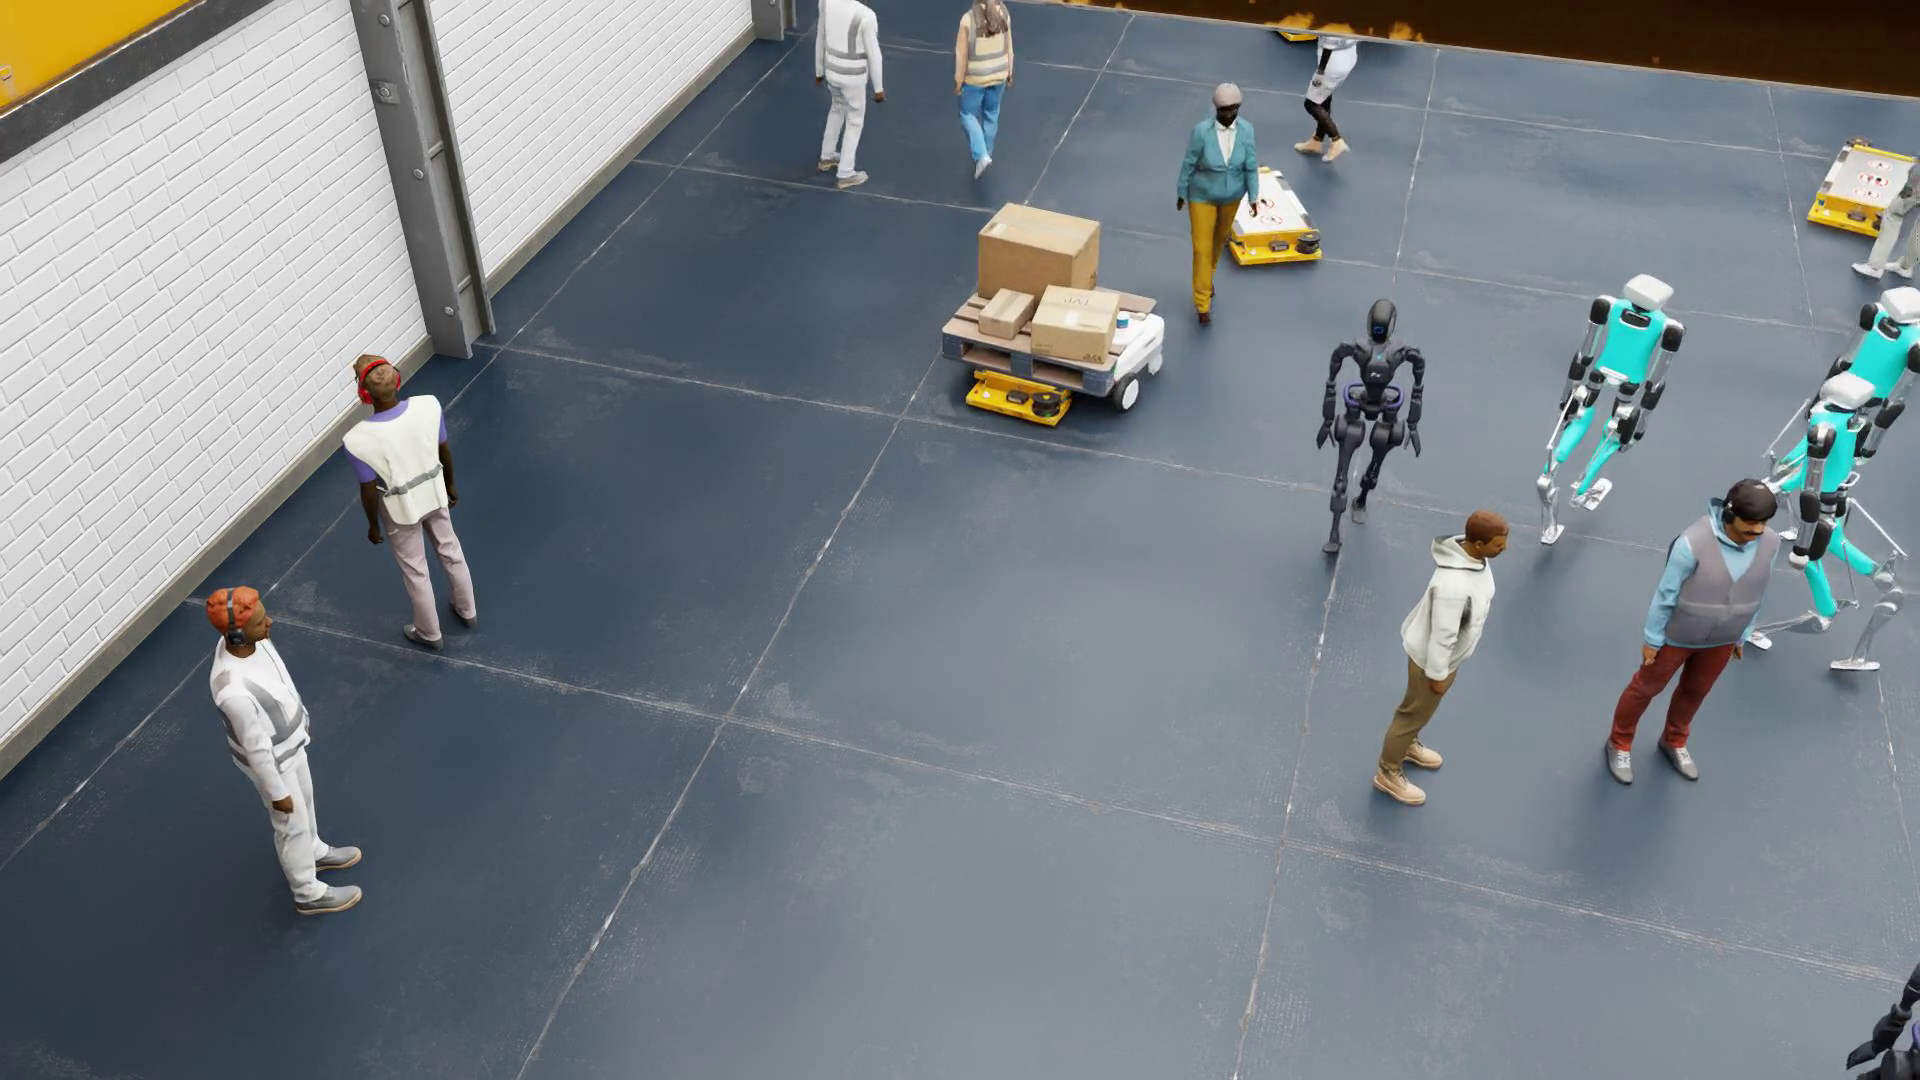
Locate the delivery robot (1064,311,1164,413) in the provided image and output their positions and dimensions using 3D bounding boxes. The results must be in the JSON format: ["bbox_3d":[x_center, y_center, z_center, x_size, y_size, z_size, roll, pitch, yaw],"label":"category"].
[{"bbox_3d":[1.074,-1.261,11.354,0.499,0.606,0.796,24,45,27],"label":"delivery robot"}]

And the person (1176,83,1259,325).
[{"bbox_3d":[1.848,-2.384,11.805,0.538,1.710,0.857,-8,39,-10],"label":"person"}]

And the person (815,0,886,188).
[{"bbox_3d":[-0.877,-3.727,13.367,0.647,1.865,0.425,29,47,31],"label":"person"}]

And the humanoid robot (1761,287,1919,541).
[{"bbox_3d":[4.882,-0.611,9.614,0.957,1.788,0.554,-8,40,-10],"label":"humanoid robot"}]

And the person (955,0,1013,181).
[{"bbox_3d":[0.209,-3.758,13.523,0.511,1.711,0.535,-13,41,-16],"label":"person"}]

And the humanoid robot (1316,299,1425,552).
[{"bbox_3d":[2.415,-0.664,9.730,0.608,1.630,0.723,7,39,9],"label":"humanoid robot"}]

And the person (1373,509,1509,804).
[{"bbox_3d":[2.337,0.545,8.145,0.383,1.758,0.520,19,43,22],"label":"person"}]

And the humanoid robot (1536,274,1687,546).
[{"bbox_3d":[3.682,-0.669,9.638,0.548,1.717,0.980,27,46,29],"label":"humanoid robot"}]

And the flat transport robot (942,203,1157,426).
[{"bbox_3d":[0.630,-1.297,11.617,0.659,0.231,1.431,16,42,19],"label":"flat transport robot"}]

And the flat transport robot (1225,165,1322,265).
[{"bbox_3d":[2.356,-2.627,13.272,0.659,0.231,1.431,-5,39,-7],"label":"flat transport robot"}]

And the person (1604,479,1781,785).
[{"bbox_3d":[3.611,0.440,8.183,0.534,1.870,0.415,-3,39,-4],"label":"person"}]

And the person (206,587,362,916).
[{"bbox_3d":[-3.086,0.958,7.535,0.354,1.878,0.566,-7,39,-8],"label":"person"}]

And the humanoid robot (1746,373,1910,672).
[{"bbox_3d":[4.798,0.036,8.816,0.984,1.750,0.552,28,47,31],"label":"humanoid robot"}]

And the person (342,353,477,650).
[{"bbox_3d":[-2.951,-0.187,8.976,0.390,1.850,0.566,29,47,31],"label":"person"}]

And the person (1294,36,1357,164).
[{"bbox_3d":[3.096,-3.936,13.772,0.470,1.681,0.555,22,44,25],"label":"person"}]

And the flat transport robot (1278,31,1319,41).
[{"bbox_3d":[3.777,-5.227,16.506,1.431,0.231,0.659,-11,40,-14],"label":"flat transport robot"}]

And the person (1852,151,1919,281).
[{"bbox_3d":[7.117,-2.642,12.203,0.529,1.629,0.413,-9,40,-11],"label":"person"}]

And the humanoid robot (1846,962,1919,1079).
[{"bbox_3d":[3.791,2.000,6.391,0.608,1.643,0.335,8,40,10],"label":"humanoid robot"}]

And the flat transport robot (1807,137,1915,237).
[{"bbox_3d":[7.435,-2.876,13.582,0.659,0.231,1.431,23,44,25],"label":"flat transport robot"}]
